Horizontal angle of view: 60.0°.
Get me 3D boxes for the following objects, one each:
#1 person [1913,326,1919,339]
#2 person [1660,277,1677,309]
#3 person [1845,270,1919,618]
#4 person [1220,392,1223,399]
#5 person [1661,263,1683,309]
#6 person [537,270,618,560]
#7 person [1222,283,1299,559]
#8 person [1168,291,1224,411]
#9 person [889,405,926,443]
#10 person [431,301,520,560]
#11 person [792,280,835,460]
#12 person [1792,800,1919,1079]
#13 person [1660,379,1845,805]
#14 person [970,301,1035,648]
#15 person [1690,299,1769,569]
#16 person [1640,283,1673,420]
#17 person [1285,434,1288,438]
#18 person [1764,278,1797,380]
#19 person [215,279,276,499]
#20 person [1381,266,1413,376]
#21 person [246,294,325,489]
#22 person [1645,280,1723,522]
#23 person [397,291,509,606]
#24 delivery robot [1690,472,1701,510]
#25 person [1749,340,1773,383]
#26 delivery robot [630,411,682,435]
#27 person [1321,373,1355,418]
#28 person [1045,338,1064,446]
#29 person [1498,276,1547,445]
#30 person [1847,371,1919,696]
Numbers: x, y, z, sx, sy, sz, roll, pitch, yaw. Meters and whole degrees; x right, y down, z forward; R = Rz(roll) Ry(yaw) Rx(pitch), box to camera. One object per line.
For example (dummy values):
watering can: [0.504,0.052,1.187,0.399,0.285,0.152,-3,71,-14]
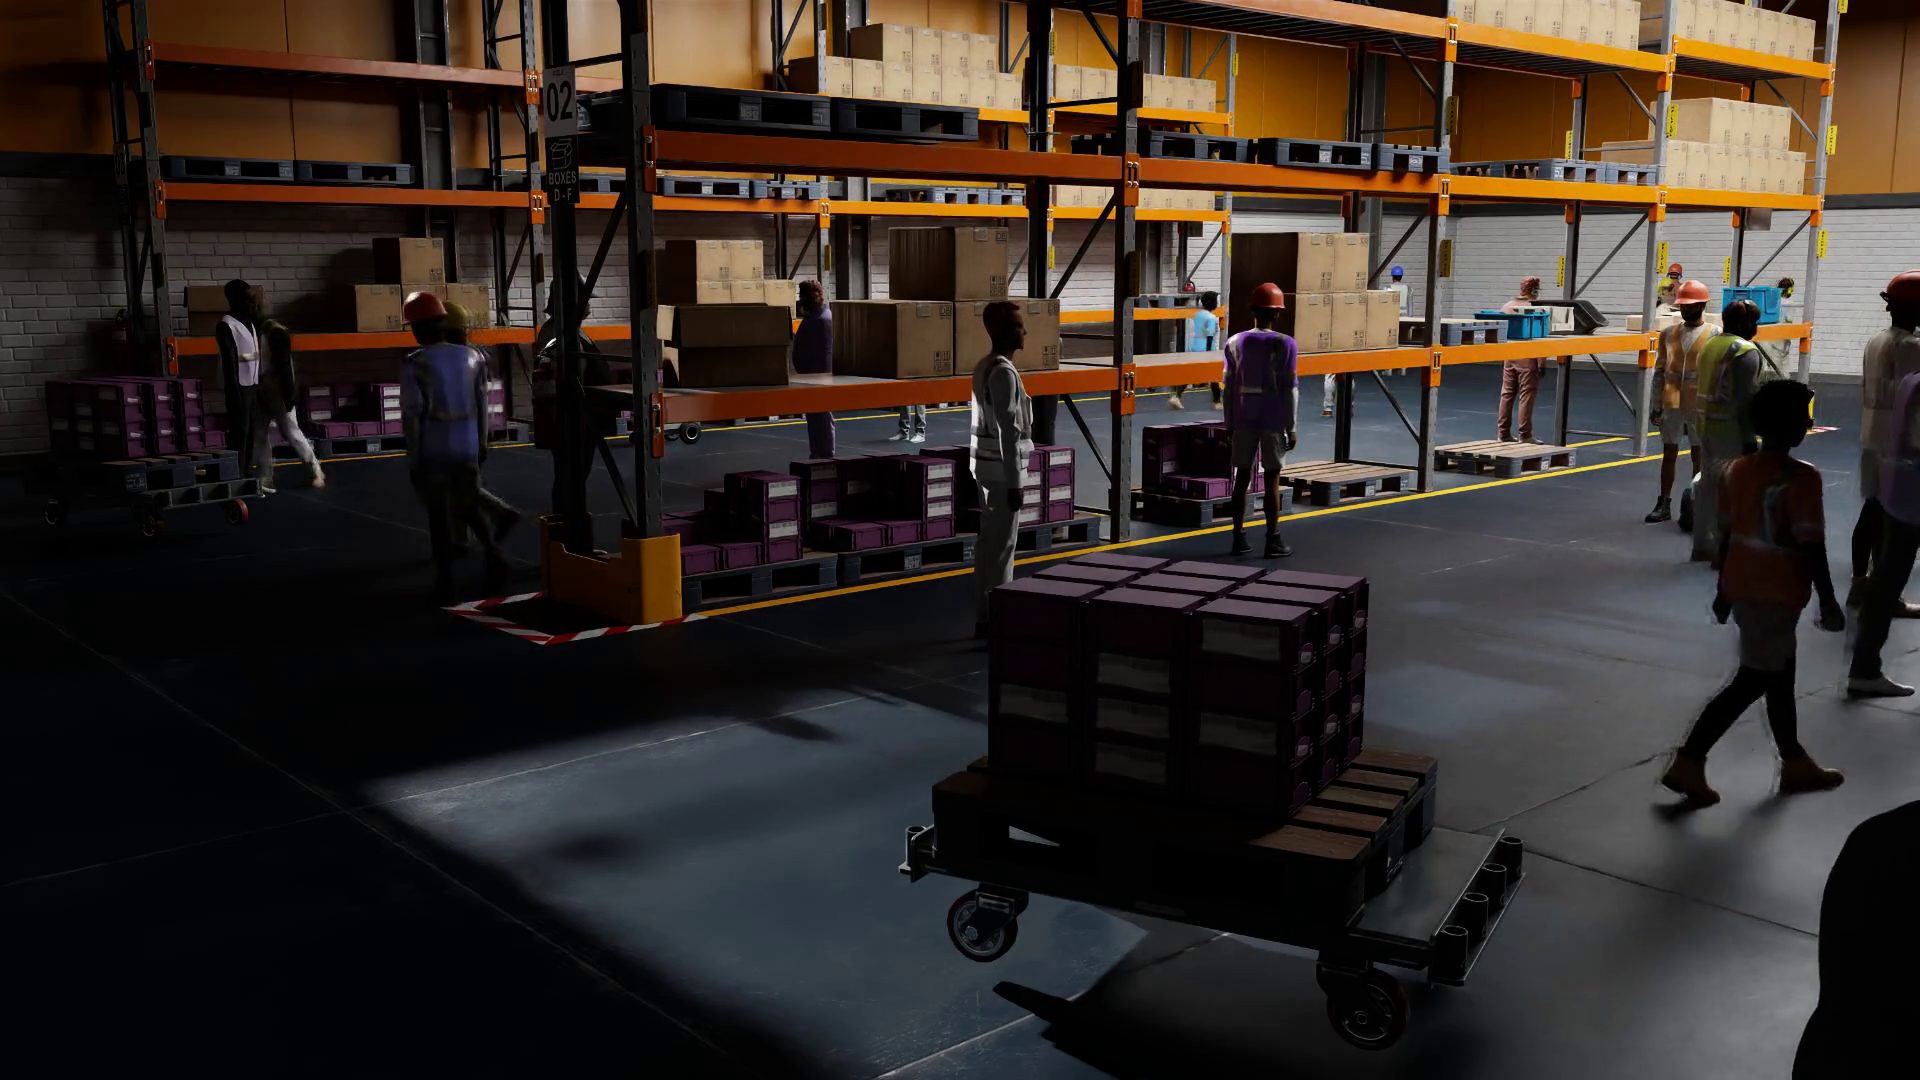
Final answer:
person: [6.655,-0.745,11.409,0.651,1.874,0.839,2,10,10]
person: [11.921,-3.558,28.174,0.523,1.769,0.314,-7,12,-36]
person: [5.551,-0.568,9.860,0.372,2.044,0.607,1,10,6]
person: [4.224,-2.903,23.735,1.021,1.967,0.624,5,11,26]
person: [12.338,-3.782,28.815,0.608,1.995,0.377,4,11,23]
person: [-2.589,-0.818,11.330,0.537,2.000,0.682,-1,10,-7]
person: [2.127,-0.837,11.738,0.548,1.936,0.378,6,12,32]
person: [3.294,-2.591,22.827,0.848,1.660,0.528,-4,11,-24]
person: [-0.590,-1.986,19.029,0.491,1.746,0.285,8,13,40]
person: [-3.441,-0.773,11.706,0.619,1.818,0.620,-7,12,-37]
person: [-1.398,-1.528,15.898,0.407,1.902,0.639,-4,11,-23]
person: [1.050,0.887,1.490,0.623,1.989,0.399,5,11,27]
person: [3.125,0.200,6.465,0.826,1.664,0.532,0,10,-1]
person: [0.236,-0.351,9.055,0.355,1.884,0.575,-2,10,-12]
person: [5.260,-0.720,11.378,0.429,1.837,0.629,0,10,-2]
person: [9.036,-2.448,21.607,0.568,1.797,0.602,-2,10,-13]
person: [3.614,-2.121,19.481,0.334,1.863,0.514,-7,12,-35]
person: [11.746,-2.835,23.847,1.008,1.804,0.487,-8,12,-38]
person: [-6.328,-1.323,14.644,0.391,1.920,0.593,-1,10,-5]
person: [7.756,-3.895,29.614,0.606,1.947,0.406,-2,10,-9]
person: [-6.205,-1.342,15.141,0.643,1.803,0.701,5,11,29]
person: [5.736,-1.075,13.135,0.552,1.935,0.368,9,13,42]
person: [-3.060,-0.521,9.975,0.563,1.913,0.668,-9,13,-43]
delivery robot: [5.880,-0.396,12.925,0.477,0.478,0.707,5,11,25]
person: [10.613,-2.435,22.103,0.879,1.589,0.535,1,10,8]
delivery robot: [-3.363,-1.396,18.782,0.707,0.478,0.477,-8,13,-39]
person: [4.975,-2.566,21.863,0.628,1.940,0.377,1,10,5]
person: [0.831,-1.512,16.581,0.500,1.633,0.285,7,12,35]
person: [6.381,-2.022,18.802,0.403,1.900,0.646,-6,12,-33]
person: [4.725,-0.162,7.898,0.871,1.893,0.612,1,10,8]
